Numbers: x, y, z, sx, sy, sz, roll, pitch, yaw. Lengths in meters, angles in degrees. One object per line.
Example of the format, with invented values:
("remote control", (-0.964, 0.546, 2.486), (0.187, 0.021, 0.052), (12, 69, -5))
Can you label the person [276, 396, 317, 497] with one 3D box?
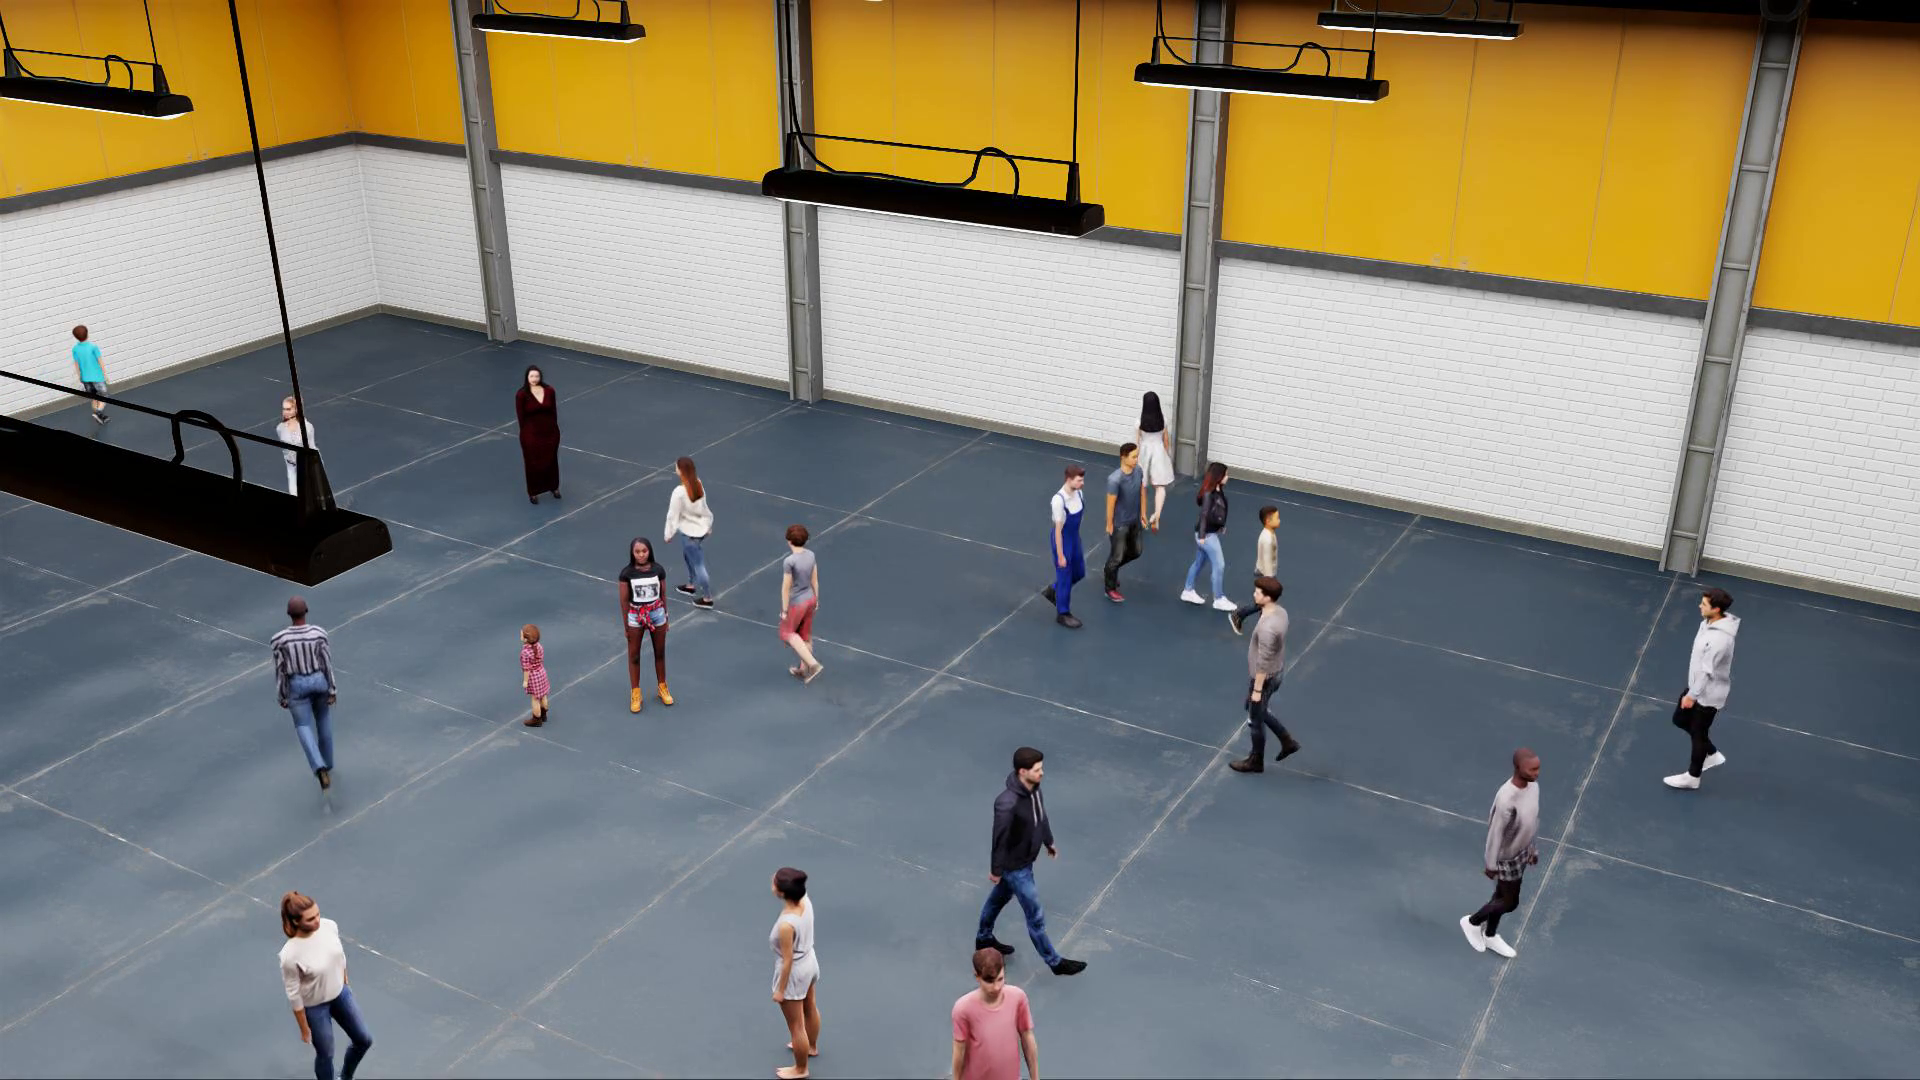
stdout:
("person", (-7.563, -0.815, 19.263), (1.170, 1.759, 1.007), (2, 24, 4))

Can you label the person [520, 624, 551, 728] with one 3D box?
("person", (-3.961, 1.249, 15.460), (0.474, 1.022, 0.452), (9, 25, 19))

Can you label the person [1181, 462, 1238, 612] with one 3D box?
("person", (2.562, -0.062, 17.720), (0.920, 1.614, 0.755), (9, 25, 19))

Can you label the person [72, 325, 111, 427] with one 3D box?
("person", (-11.988, -2.247, 22.935), (0.803, 1.442, 0.807), (-1, 24, -2))

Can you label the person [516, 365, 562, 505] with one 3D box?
("person", (-5.172, -1.317, 20.415), (0.756, 1.755, 0.754), (-15, 28, -31))

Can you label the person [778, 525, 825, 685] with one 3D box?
("person", (-1.496, 0.655, 16.048), (0.840, 1.640, 0.690), (20, 31, 38))

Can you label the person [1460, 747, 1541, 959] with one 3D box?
("person", (3.957, 2.258, 12.228), (0.737, 1.763, 0.702), (22, 32, 40))

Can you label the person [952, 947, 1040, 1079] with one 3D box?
("person", (0.154, 3.189, 9.914), (1.075, 1.909, 1.265), (-11, 26, -23))

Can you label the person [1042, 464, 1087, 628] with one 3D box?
("person", (1.022, 0.032, 17.241), (0.854, 1.825, 0.737), (18, 30, 36))

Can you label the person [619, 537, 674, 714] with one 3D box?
("person", (-2.964, 0.769, 15.677), (0.724, 1.728, 0.769), (-9, 25, -20))

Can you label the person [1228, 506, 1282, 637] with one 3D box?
("person", (3.059, 0.346, 16.984), (0.869, 1.455, 0.672), (6, 24, 14))

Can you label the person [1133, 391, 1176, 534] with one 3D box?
("person", (2.244, -0.859, 19.363), (1.003, 1.758, 0.989), (0, 24, 1))

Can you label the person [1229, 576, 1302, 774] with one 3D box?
("person", (2.738, 1.200, 14.483), (0.902, 1.895, 0.794), (8, 25, 18))

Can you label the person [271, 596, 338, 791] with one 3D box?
("person", (-5.587, 1.352, 14.288), (0.935, 1.772, 1.083), (-12, 26, -26))

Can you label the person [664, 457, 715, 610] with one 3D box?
("person", (-2.760, -0.048, 17.619), (0.825, 1.670, 0.671), (9, 25, 20))

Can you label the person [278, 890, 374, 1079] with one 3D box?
("person", (-4.146, 2.962, 10.682), (0.583, 1.711, 0.635), (13, 27, 27))

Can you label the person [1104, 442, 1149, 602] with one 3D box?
("person", (1.729, -0.224, 17.869), (0.765, 1.791, 0.817), (-18, 30, -36))

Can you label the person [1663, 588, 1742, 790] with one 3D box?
("person", (6.485, 1.296, 14.239), (0.908, 1.914, 0.832), (4, 24, 9))

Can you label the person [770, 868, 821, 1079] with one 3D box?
("person", (-1.087, 2.844, 11.046), (0.585, 1.636, 0.614), (6, 24, 14))

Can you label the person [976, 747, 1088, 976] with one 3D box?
("person", (0.320, 2.288, 12.058), (1.174, 1.842, 0.790), (9, 25, 20))
